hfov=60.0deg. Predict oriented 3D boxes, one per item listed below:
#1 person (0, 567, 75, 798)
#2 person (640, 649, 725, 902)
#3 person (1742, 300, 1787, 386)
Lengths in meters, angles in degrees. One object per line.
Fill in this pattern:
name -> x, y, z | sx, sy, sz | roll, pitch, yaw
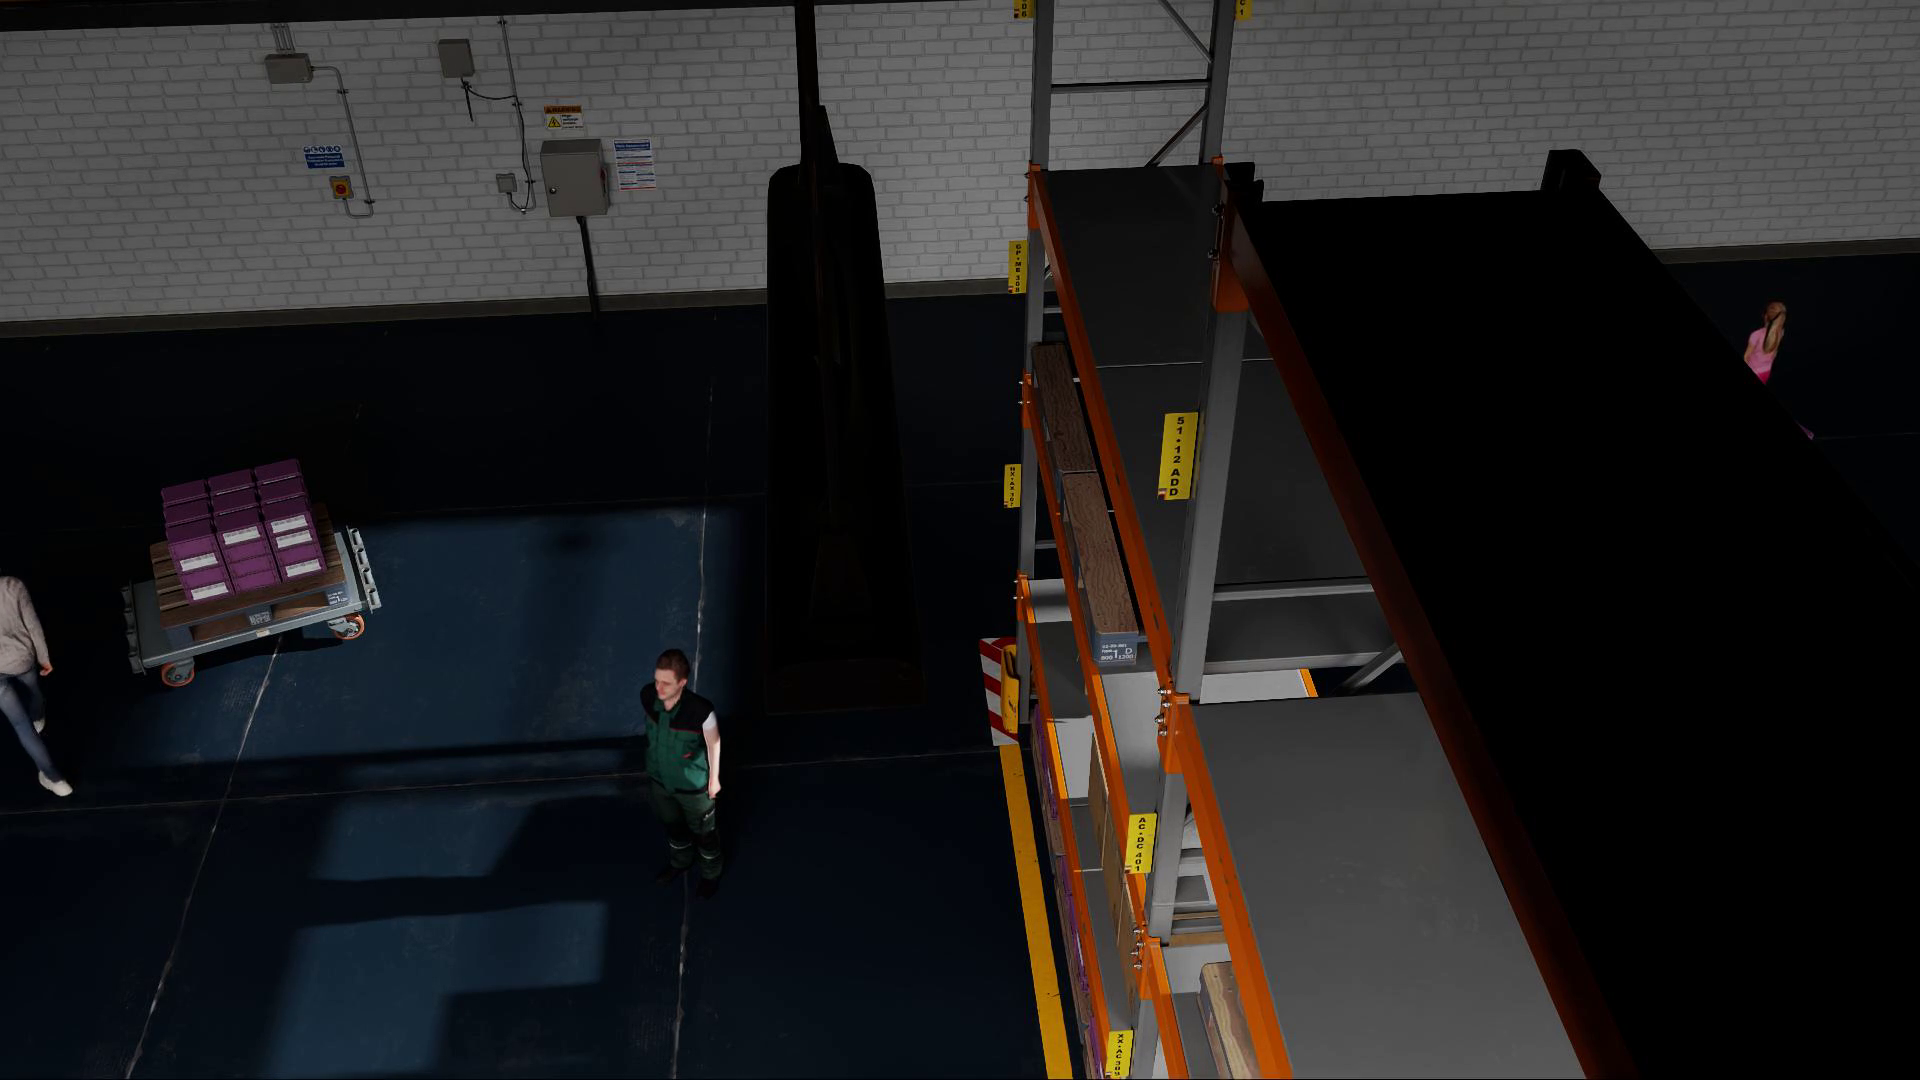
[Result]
person -> -5.913, 0.847, 10.360 | 1.141, 1.784, 1.327 | -29, 47, -31
person -> -1.617, 1.354, 9.678 | 0.742, 1.843, 0.760 | 16, 41, 19
person -> 6.497, -1.378, 13.561 | 0.530, 1.267, 0.529 | -13, 40, -16
